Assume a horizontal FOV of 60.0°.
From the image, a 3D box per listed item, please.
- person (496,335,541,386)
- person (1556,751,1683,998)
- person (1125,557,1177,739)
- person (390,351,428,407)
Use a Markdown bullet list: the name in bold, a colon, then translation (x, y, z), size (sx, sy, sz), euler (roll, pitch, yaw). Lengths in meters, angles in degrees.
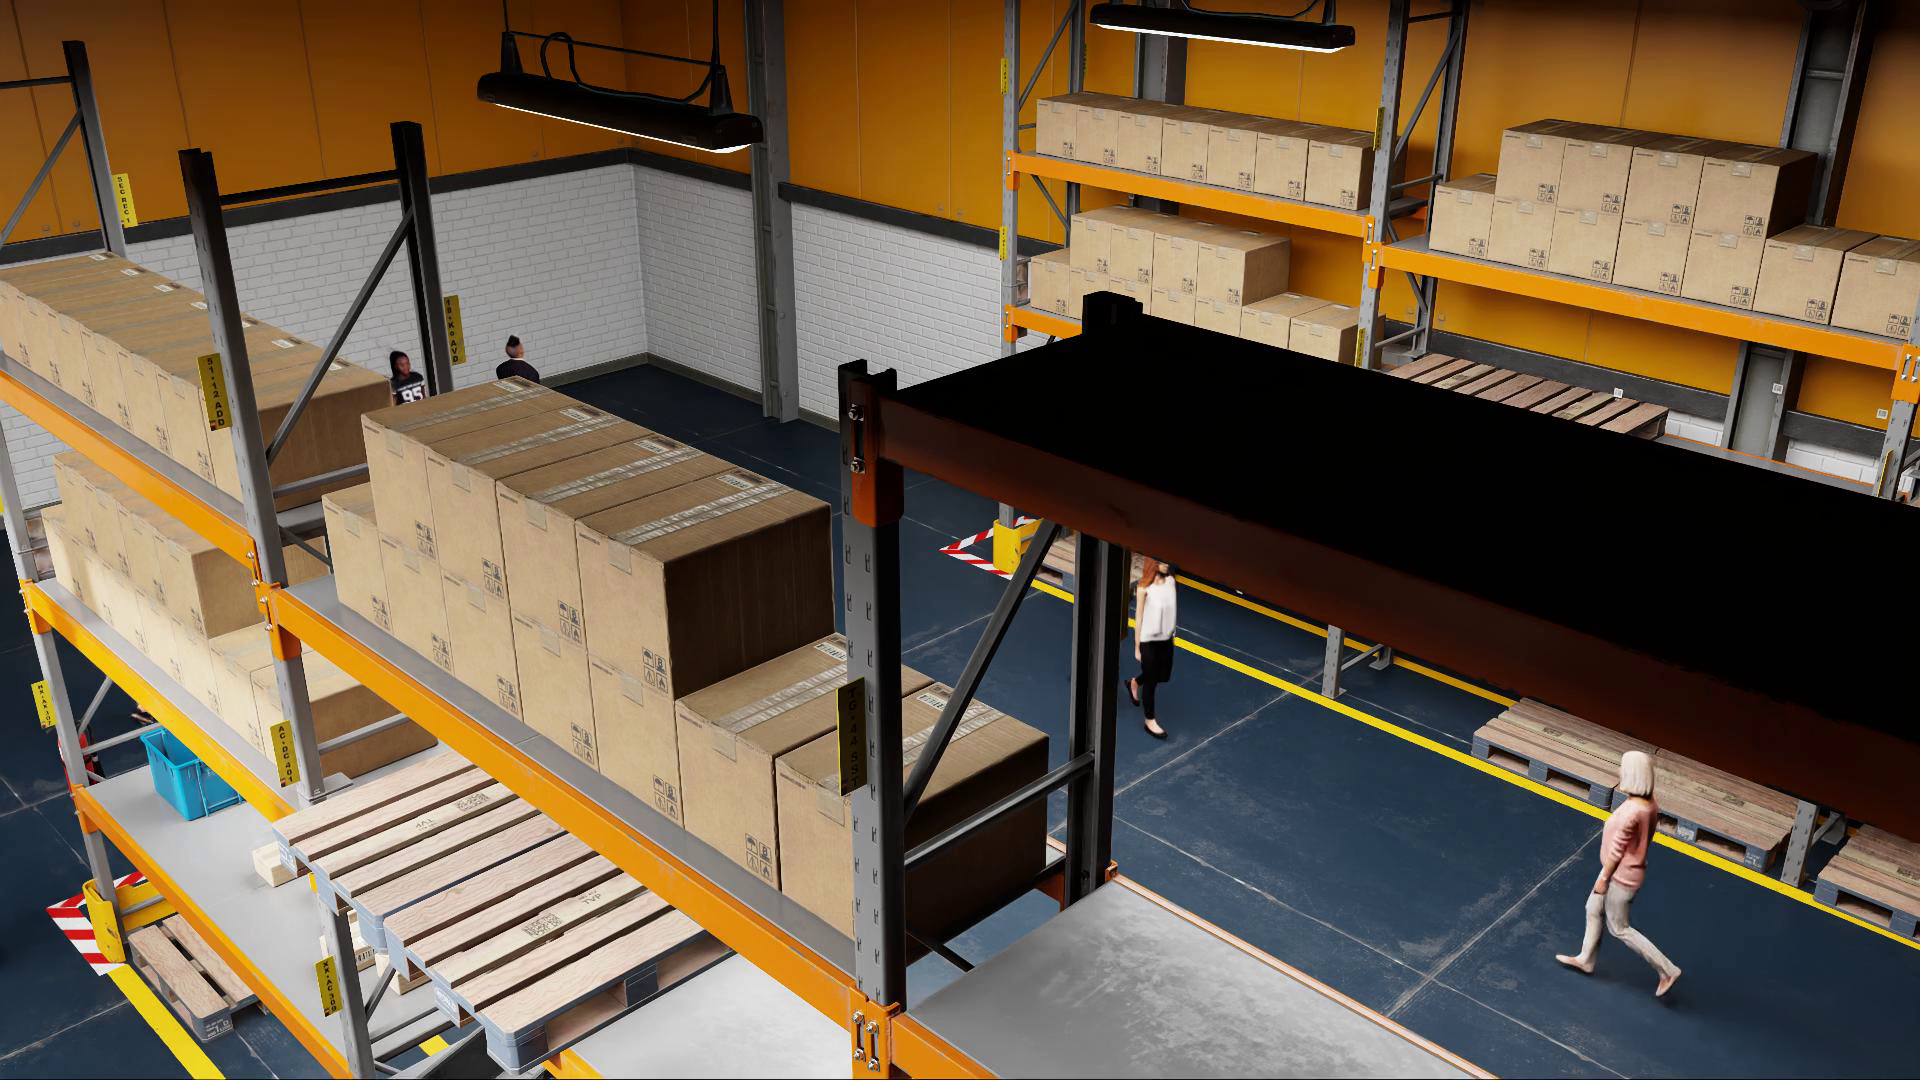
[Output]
- **person**: translation (-4.958, -1.417, 18.866), size (0.711, 1.943, 0.852), euler (8, 25, 17)
- **person**: translation (4.423, 2.211, 10.879), size (1.069, 1.694, 0.740), euler (14, 27, 30)
- **person**: translation (1.579, 0.819, 14.047), size (0.685, 1.706, 0.918), euler (-14, 27, -29)
- **person**: translation (-6.253, -1.322, 18.934), size (0.995, 1.715, 0.668), euler (19, 30, 36)
